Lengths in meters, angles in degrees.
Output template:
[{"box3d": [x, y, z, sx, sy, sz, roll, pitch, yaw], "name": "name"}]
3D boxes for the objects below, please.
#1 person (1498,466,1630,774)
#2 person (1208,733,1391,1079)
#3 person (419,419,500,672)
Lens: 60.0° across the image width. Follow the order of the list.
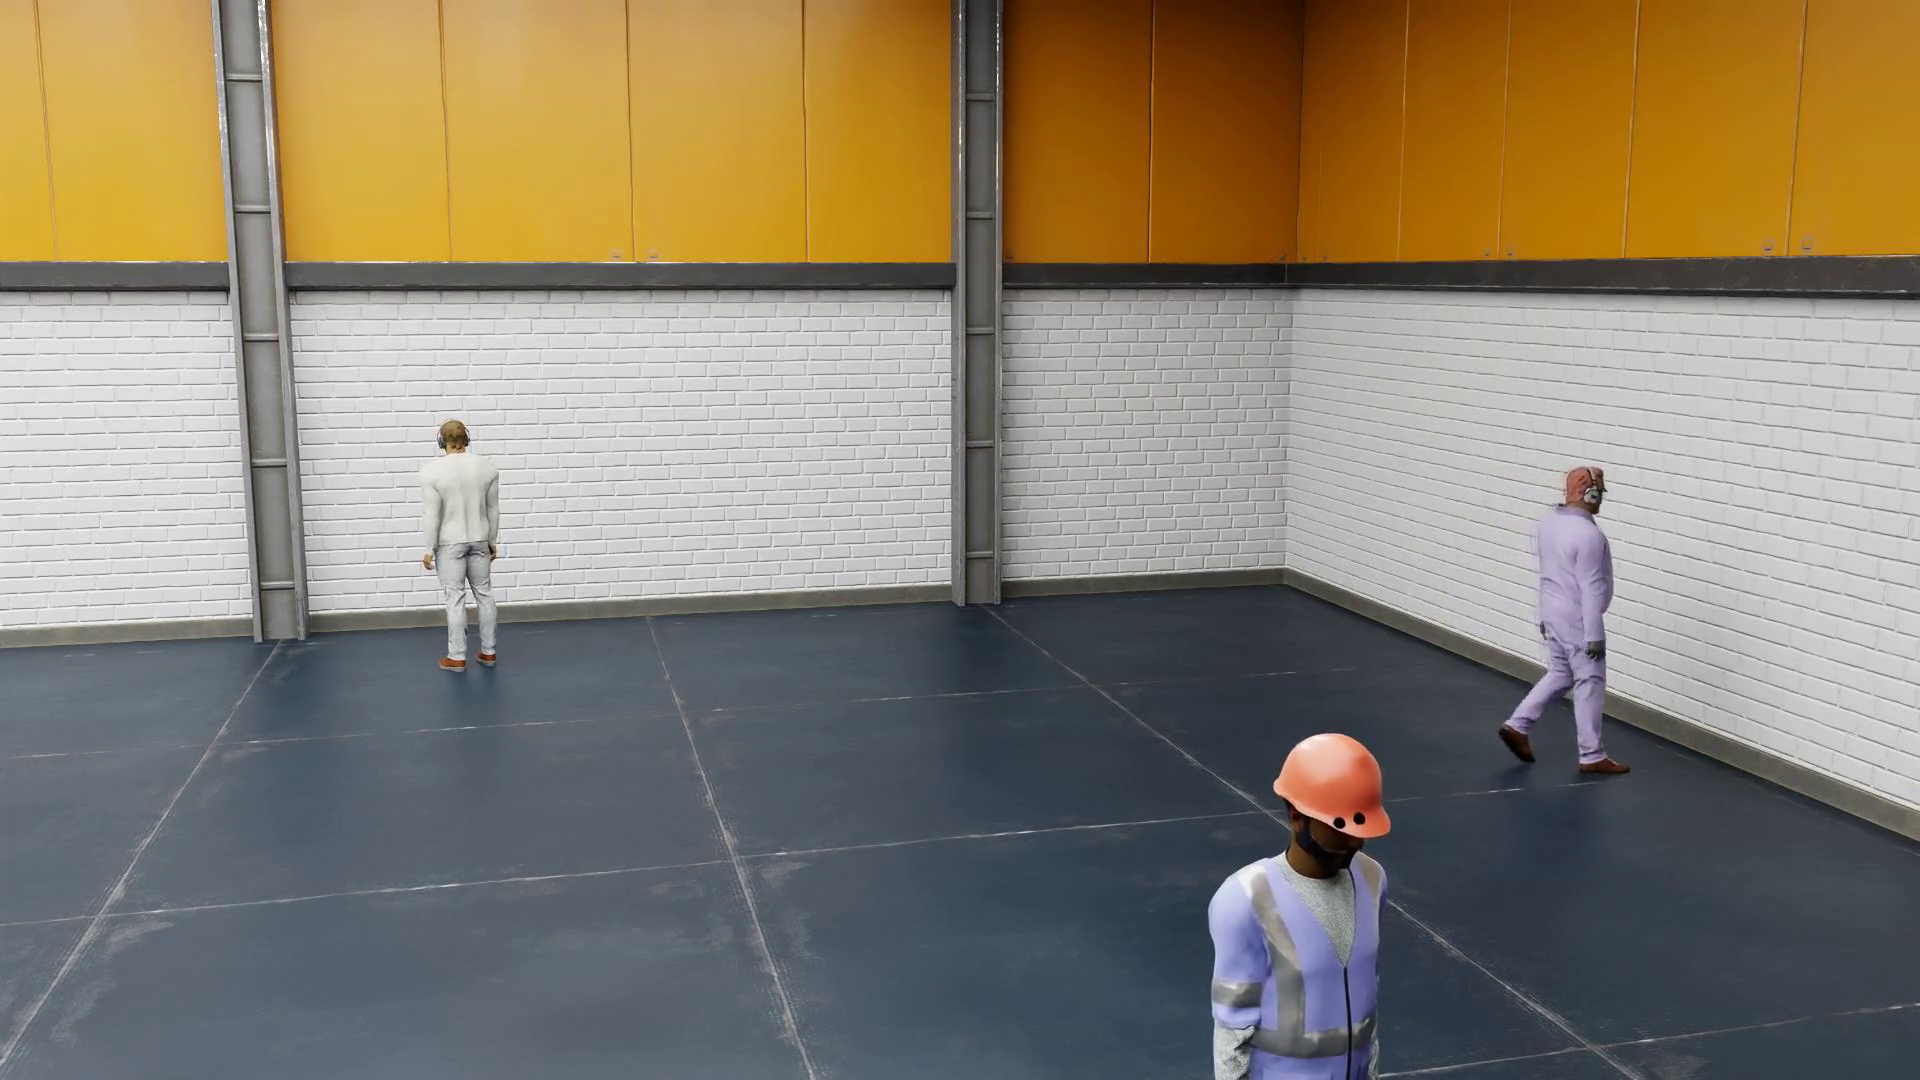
[{"box3d": [3.707, 0.489, 10.073, 0.719, 1.891, 0.654, -1, 9, -4], "name": "person"}, {"box3d": [0.874, 1.415, 4.152, 0.543, 1.931, 0.371, -6, 11, -33], "name": "person"}, {"box3d": [-3.814, 0.042, 12.722, 0.627, 1.933, 0.376, -8, 12, -41], "name": "person"}]
